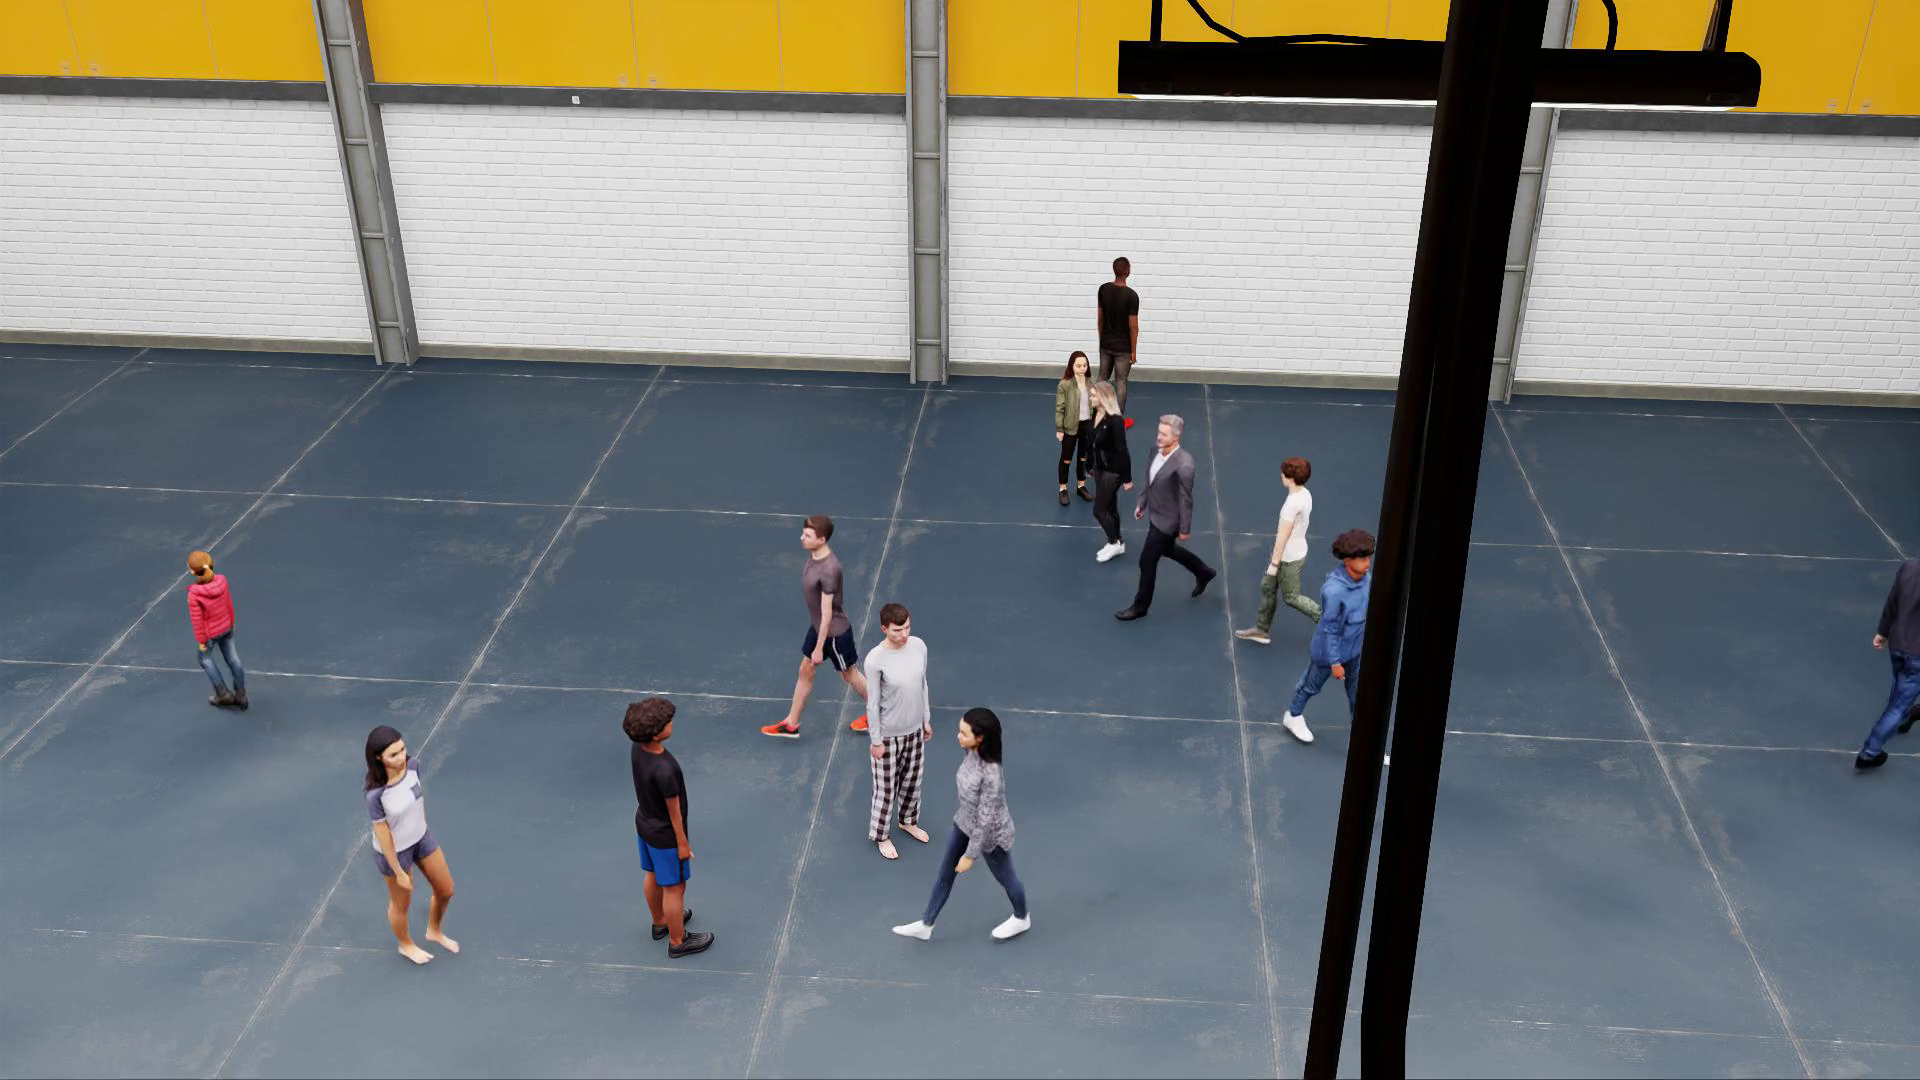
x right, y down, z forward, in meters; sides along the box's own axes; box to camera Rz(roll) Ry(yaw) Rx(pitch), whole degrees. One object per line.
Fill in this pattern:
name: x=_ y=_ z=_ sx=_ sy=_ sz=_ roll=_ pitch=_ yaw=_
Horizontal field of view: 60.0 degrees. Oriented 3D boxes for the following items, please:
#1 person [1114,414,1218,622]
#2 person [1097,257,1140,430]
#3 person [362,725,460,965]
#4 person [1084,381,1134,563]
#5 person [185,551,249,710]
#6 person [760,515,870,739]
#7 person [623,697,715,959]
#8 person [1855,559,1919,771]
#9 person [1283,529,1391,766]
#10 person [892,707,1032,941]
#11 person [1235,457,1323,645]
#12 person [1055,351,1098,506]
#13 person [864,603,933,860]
person: x=1.731 y=-0.201 z=13.467 sx=1.294 sy=1.799 sz=1.032 roll=-8 pitch=30 yaw=-15
person: x=1.562 y=-1.972 z=16.706 sx=0.657 sy=1.806 sz=0.765 roll=20 pitch=35 yaw=33
person: x=-3.366 y=1.806 z=9.872 sx=0.740 sy=1.718 sz=0.699 roll=15 pitch=32 yaw=25
person: x=1.361 y=-0.591 z=14.326 sx=0.765 sy=1.661 sz=0.742 roll=-14 pitch=31 yaw=-23
person: x=-5.476 y=0.696 z=12.334 sx=0.650 sy=1.308 sz=0.622 roll=16 pitch=32 yaw=27
person: x=-0.847 y=0.649 z=11.908 sx=1.284 sy=1.799 sz=1.015 roll=-10 pitch=30 yaw=-18
person: x=-1.787 y=1.711 z=9.962 sx=0.767 sy=1.799 sz=0.716 roll=-19 pitch=34 yaw=-31
person: x=6.614 y=0.800 z=11.598 sx=1.269 sy=1.832 sz=1.097 roll=-16 pitch=32 yaw=-26
person: x=2.614 y=0.729 z=11.794 sx=1.181 sy=1.767 sz=1.187 roll=-18 pitch=34 yaw=-30
person: x=0.230 y=1.746 z=10.010 sx=1.181 sy=1.690 sz=0.962 roll=-12 pitch=31 yaw=-21
person: x=2.660 y=0.156 z=12.997 sx=1.129 sy=1.623 sz=0.712 roll=7 pitch=29 yaw=12
person: x=1.077 y=-1.049 z=15.359 sx=0.595 sy=1.476 sz=0.714 roll=-11 pitch=31 yaw=-19
person: x=-0.410 y=1.211 z=10.827 sx=0.687 sy=1.847 sz=0.757 roll=-20 pitch=35 yaw=-32
